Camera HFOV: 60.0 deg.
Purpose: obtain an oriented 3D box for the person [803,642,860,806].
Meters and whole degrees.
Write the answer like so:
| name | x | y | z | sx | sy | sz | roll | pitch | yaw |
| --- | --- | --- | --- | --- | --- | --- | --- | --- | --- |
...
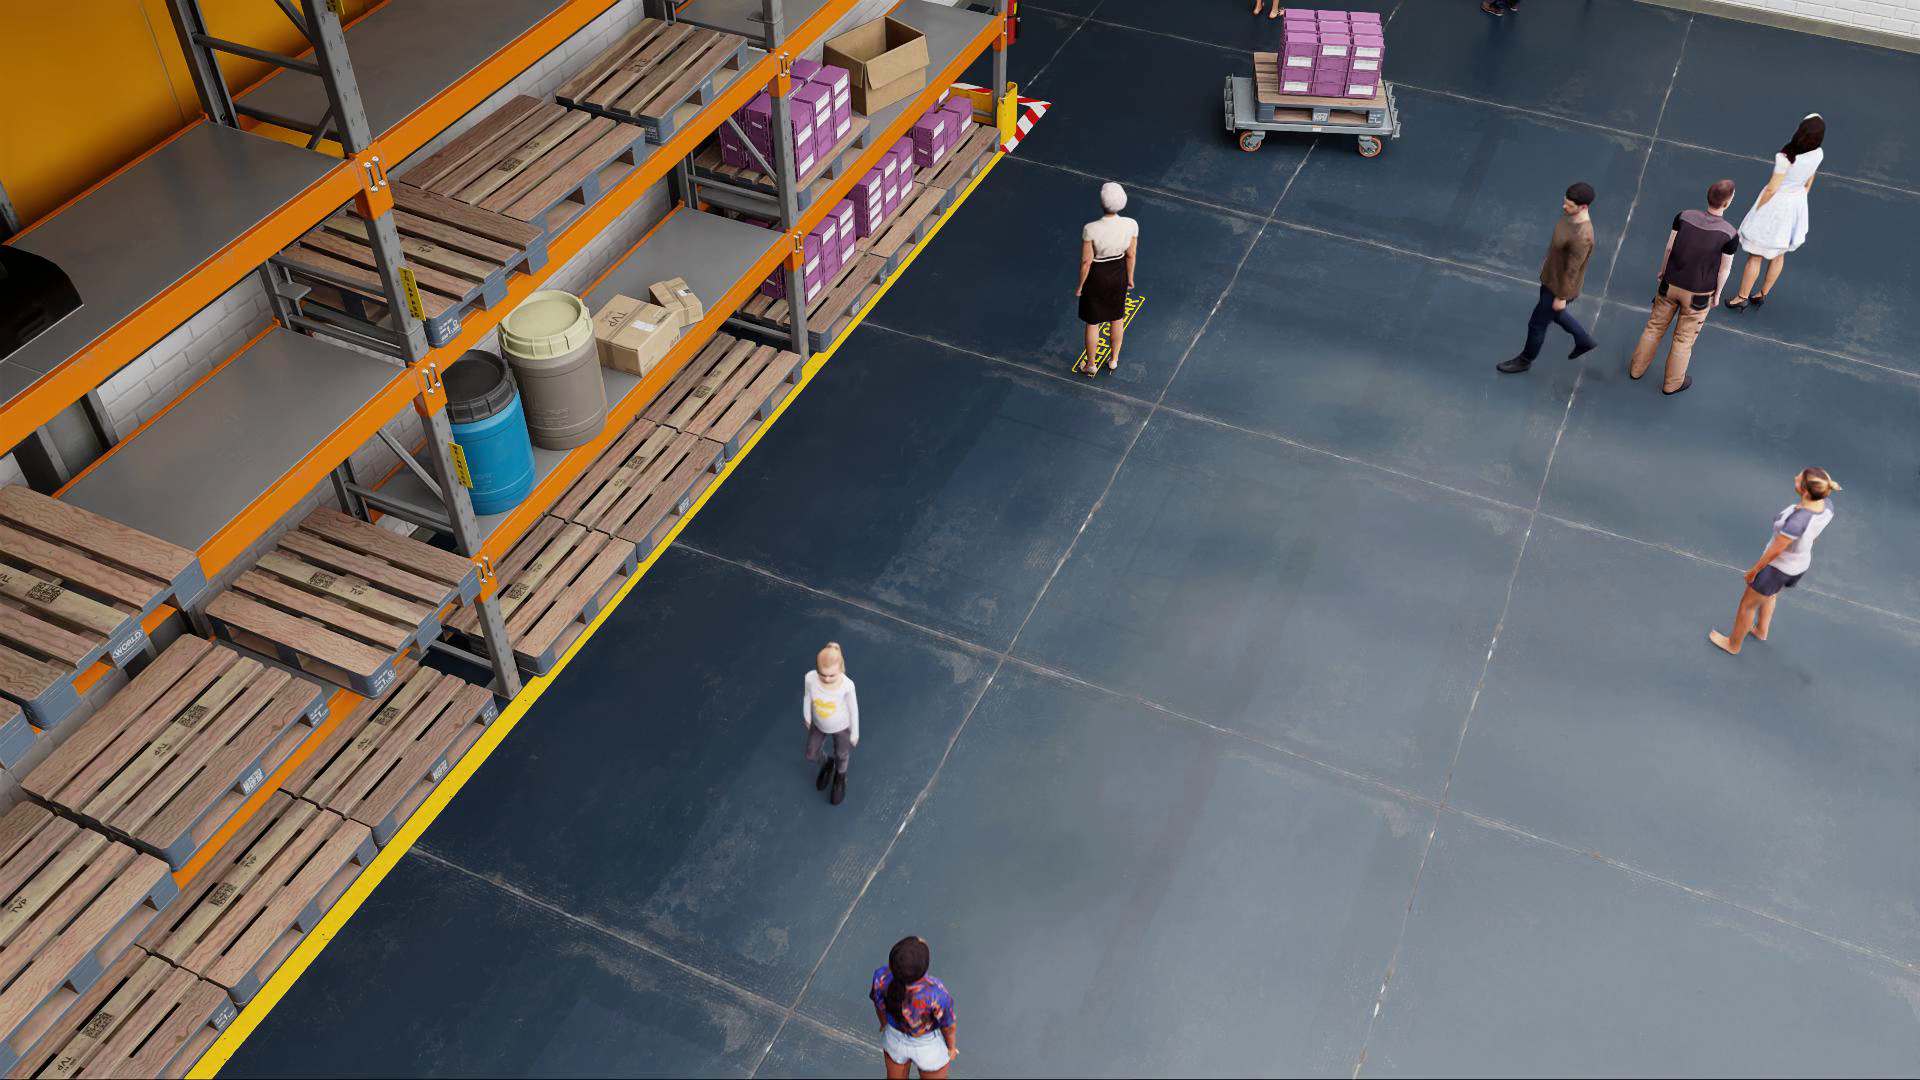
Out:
| name | x | y | z | sx | sy | sz | roll | pitch | yaw |
| --- | --- | --- | --- | --- | --- | --- | --- | --- | --- |
| person | -0.772 | 1.070 | 10.160 | 0.555 | 1.273 | 0.567 | 9 | 44 | 10 |

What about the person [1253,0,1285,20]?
| name | x | y | z | sx | sy | sz | roll | pitch | yaw |
| --- | --- | --- | --- | --- | --- | --- | --- | --- | --- |
| person | 3.365 | -6.355 | 17.750 | 0.562 | 1.554 | 0.625 | 23 | 48 | 22 |

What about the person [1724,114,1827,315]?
| name | x | y | z | sx | sy | sz | roll | pitch | yaw |
| --- | --- | --- | --- | --- | --- | --- | --- | --- | --- |
| person | 6.738 | -2.669 | 13.690 | 0.850 | 1.818 | 0.899 | -7 | 44 | -7 |

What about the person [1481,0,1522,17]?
| name | x | y | z | sx | sy | sz | roll | pitch | yaw |
| --- | --- | --- | --- | --- | --- | --- | --- | --- | --- |
| person | 5.979 | -6.524 | 17.715 | 0.847 | 1.847 | 0.940 | -21 | 47 | -20 |

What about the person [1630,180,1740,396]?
| name | x | y | z | sx | sy | sz | roll | pitch | yaw |
| --- | --- | --- | --- | --- | --- | --- | --- | --- | --- |
| person | 5.668 | -1.990 | 12.962 | 0.727 | 1.840 | 0.761 | -33 | 53 | -30 |

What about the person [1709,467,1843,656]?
| name | x | y | z | sx | sy | sz | roll | pitch | yaw |
| --- | --- | --- | --- | --- | --- | --- | --- | --- | --- |
| person | 5.391 | 0.176 | 10.847 | 0.673 | 1.620 | 0.769 | -23 | 48 | -23 |

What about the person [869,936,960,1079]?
| name | x | y | z | sx | sy | sz | roll | pitch | yaw |
| --- | --- | --- | --- | --- | --- | --- | --- | --- | --- |
| person | -0.228 | 2.507 | 8.311 | 0.594 | 1.743 | 0.516 | 16 | 46 | 16 |

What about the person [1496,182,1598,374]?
| name | x | y | z | sx | sy | sz | roll | pitch | yaw |
| --- | --- | --- | --- | --- | --- | --- | --- | --- | --- |
| person | 4.757 | -2.012 | 12.978 | 1.028 | 1.849 | 1.060 | 7 | 44 | 8 |

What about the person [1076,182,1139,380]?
| name | x | y | z | sx | sy | sz | roll | pitch | yaw |
| --- | --- | --- | --- | --- | --- | --- | --- | --- | --- |
| person | 1.142 | -2.018 | 13.052 | 0.712 | 1.755 | 0.746 | -10 | 44 | -10 |
